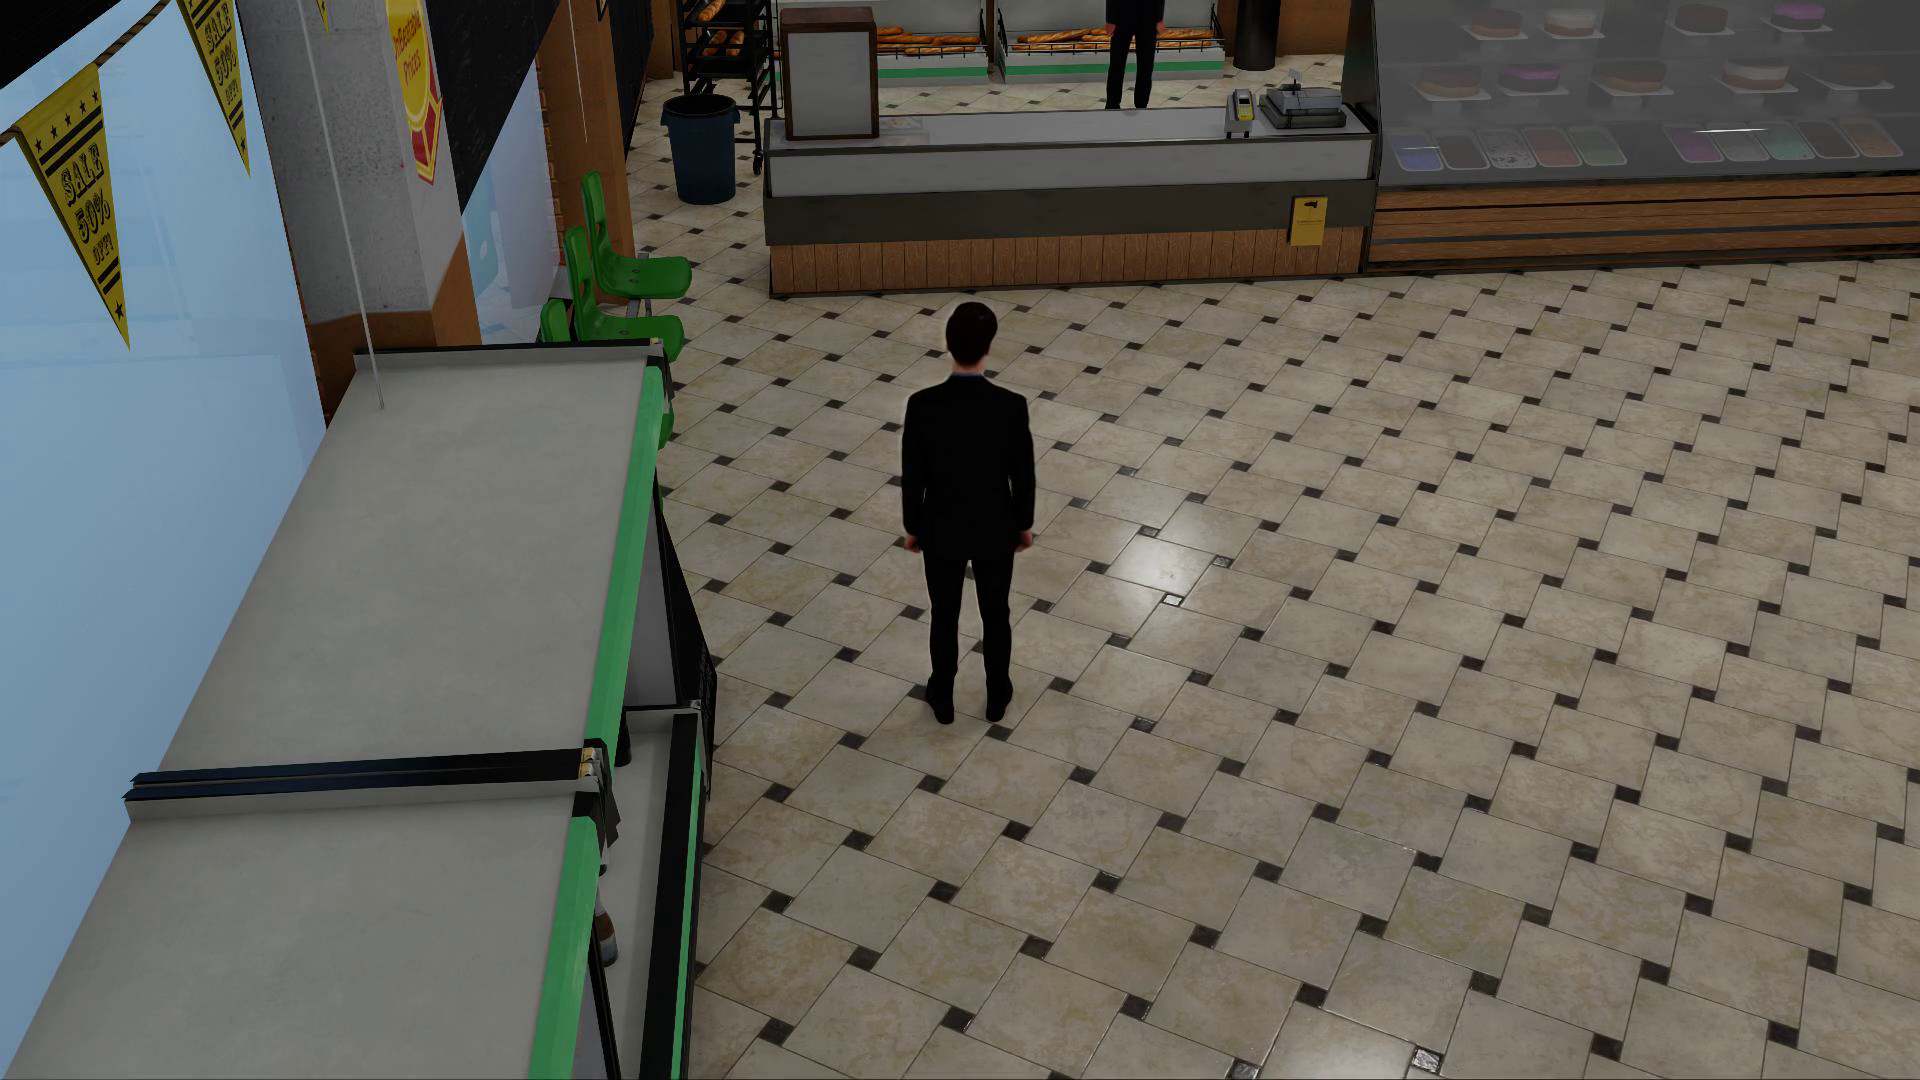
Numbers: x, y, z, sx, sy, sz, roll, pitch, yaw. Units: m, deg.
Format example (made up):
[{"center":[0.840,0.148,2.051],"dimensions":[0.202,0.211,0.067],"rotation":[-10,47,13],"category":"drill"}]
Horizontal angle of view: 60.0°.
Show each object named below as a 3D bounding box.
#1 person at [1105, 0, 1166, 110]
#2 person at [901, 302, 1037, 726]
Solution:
[{"center":[1.427,-4.237,13.464],"dimensions":[0.626,1.866,0.547],"rotation":[-3,32,-4],"category":"person"},{"center":[0.034,-0.068,6.739],"dimensions":[0.694,1.893,0.596],"rotation":[-1,32,-2],"category":"person"}]
